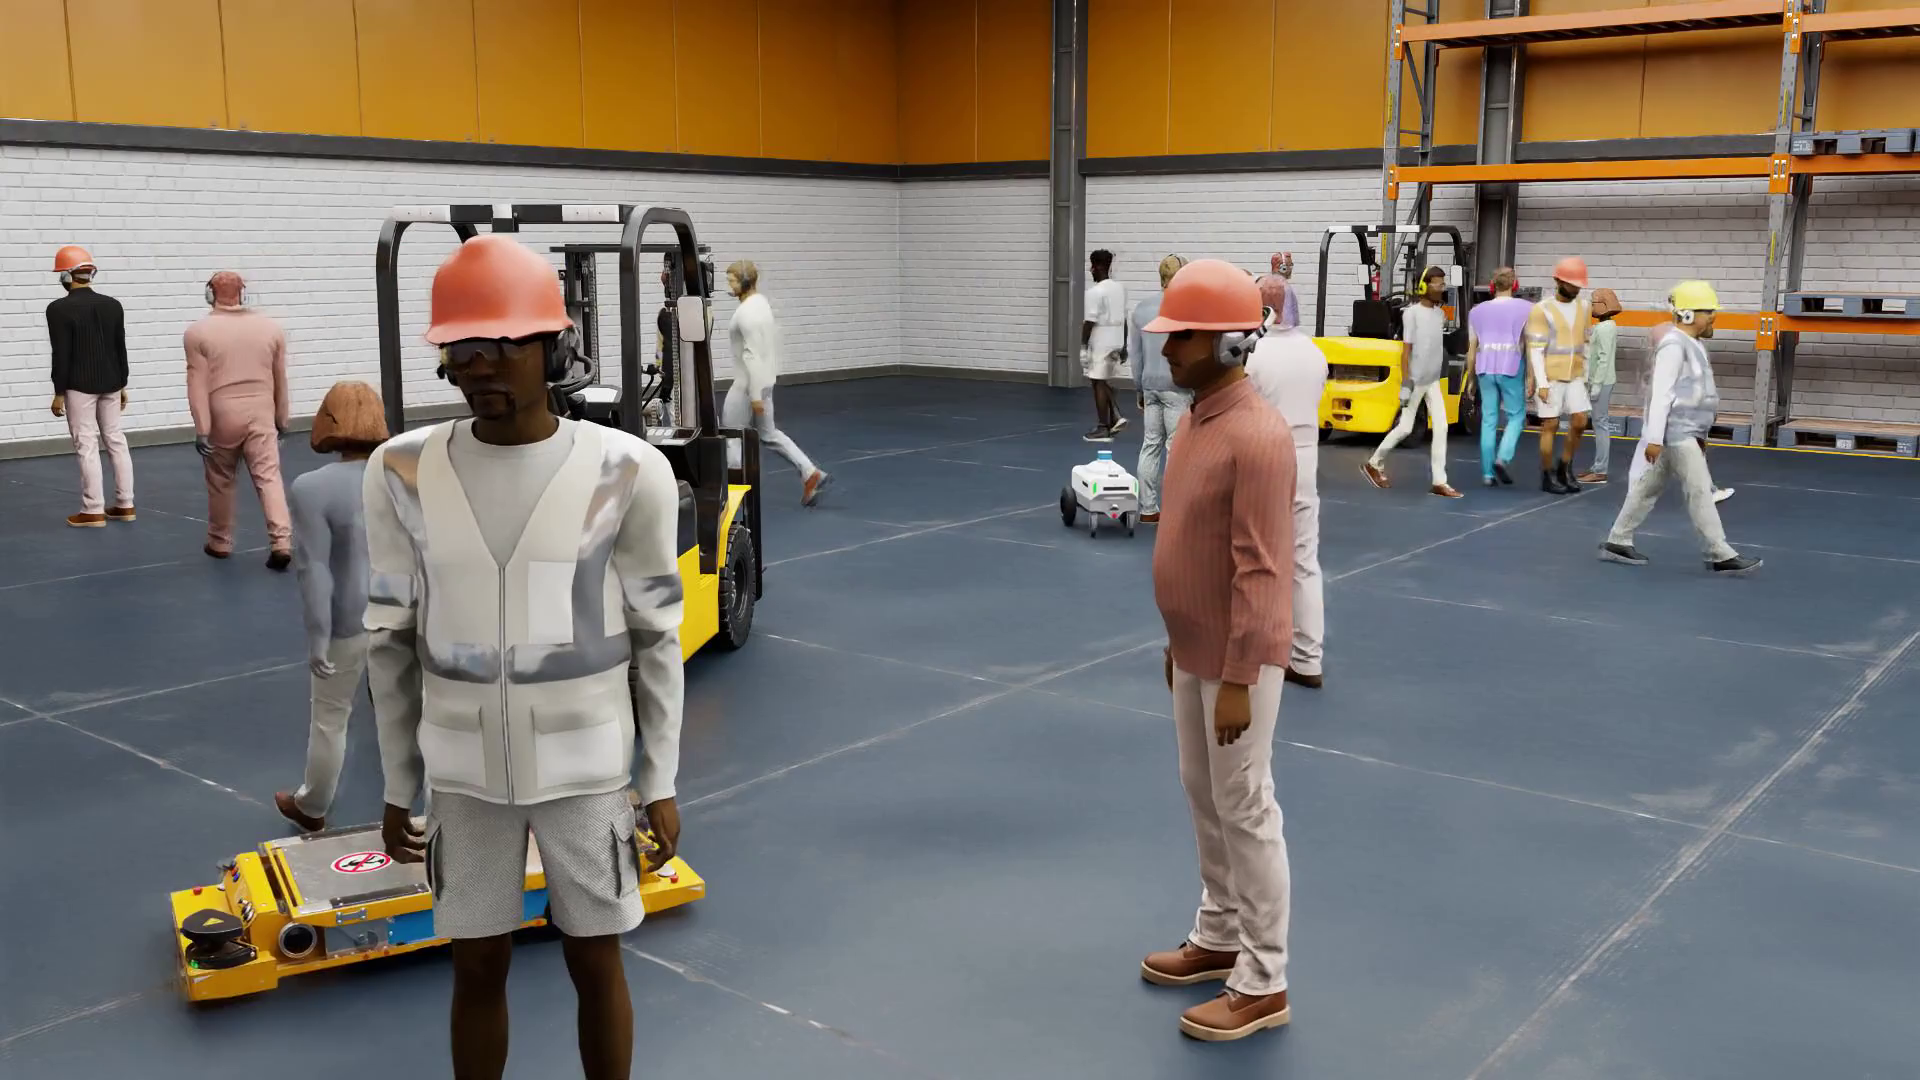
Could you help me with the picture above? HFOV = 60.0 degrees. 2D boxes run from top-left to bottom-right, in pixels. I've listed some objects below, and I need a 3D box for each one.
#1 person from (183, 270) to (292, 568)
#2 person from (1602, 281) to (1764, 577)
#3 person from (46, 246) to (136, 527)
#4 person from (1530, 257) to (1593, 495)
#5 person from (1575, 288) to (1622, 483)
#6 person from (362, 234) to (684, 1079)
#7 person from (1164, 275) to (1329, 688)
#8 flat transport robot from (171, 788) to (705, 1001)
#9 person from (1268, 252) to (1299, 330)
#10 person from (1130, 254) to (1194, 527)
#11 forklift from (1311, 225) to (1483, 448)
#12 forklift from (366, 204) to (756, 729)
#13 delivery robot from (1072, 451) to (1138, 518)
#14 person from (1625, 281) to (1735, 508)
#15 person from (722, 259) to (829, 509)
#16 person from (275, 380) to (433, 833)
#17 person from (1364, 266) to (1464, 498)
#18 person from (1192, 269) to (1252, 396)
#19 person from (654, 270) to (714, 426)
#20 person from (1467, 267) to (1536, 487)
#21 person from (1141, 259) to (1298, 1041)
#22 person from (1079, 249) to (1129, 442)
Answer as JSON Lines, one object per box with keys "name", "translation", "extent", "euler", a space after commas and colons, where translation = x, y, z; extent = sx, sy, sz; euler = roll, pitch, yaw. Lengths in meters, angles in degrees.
{"name": "person", "translation": [-4.495, -0.751, 10.412], "extent": [0.652, 1.860, 1.044], "euler": [-10, 14, -43]}
{"name": "person", "translation": [4.447, -0.684, 10.197], "extent": [0.956, 1.783, 0.612], "euler": [7, 12, 33]}
{"name": "person", "translation": [-6.225, -1.091, 11.879], "extent": [0.402, 1.989, 0.622], "euler": [4, 11, 22]}
{"name": "person", "translation": [4.793, -1.289, 13.241], "extent": [0.581, 1.895, 0.506], "euler": [-2, 11, -13]}
{"name": "person", "translation": [5.378, -1.295, 14.006], "extent": [0.279, 1.633, 0.505], "euler": [4, 11, 22]}
{"name": "person", "translation": [-0.840, 0.445, 3.229], "extent": [0.610, 2.043, 0.397], "euler": [0, 10, 0]}
{"name": "person", "translation": [1.367, -0.278, 7.718], "extent": [0.664, 1.870, 0.882], "euler": [-7, 12, -33]}
{"name": "flat transport robot", "translation": [-1.554, 1.016, 4.976], "extent": [1.431, 0.197, 0.652], "euler": [-6, 12, -28]}
{"name": "person", "translation": [3.401, -2.100, 17.702], "extent": [0.407, 1.910, 0.640], "euler": [-3, 11, -15]}
{"name": "person", "translation": [1.474, -1.031, 11.694], "extent": [0.357, 1.938, 0.637], "euler": [-9, 13, -39]}
{"name": "forklift", "translation": [4.449, -2.115, 16.993], "extent": [1.214, 2.155, 2.313], "euler": [8, 13, 38]}
{"name": "forklift", "translation": [-1.766, -0.406, 7.525], "extent": [1.214, 2.155, 2.313], "euler": [1, 10, 7]}
{"name": "delivery robot", "translation": [1.014, -0.383, 11.679], "extent": [0.477, 0.478, 0.707], "euler": [-1, 10, -8]}
{"name": "person", "translation": [5.446, -1.079, 12.569], "extent": [0.903, 1.723, 0.531], "euler": [-4, 11, -21]}
{"name": "person", "translation": [-1.488, -1.153, 12.482], "extent": [0.904, 1.907, 0.635], "euler": [1, 10, 6]}
{"name": "person", "translation": [-1.967, 0.268, 5.486], "extent": [0.886, 1.575, 0.504], "euler": [9, 13, 40]}
{"name": "person", "translation": [3.672, -1.284, 13.393], "extent": [0.531, 1.841, 0.895], "euler": [-7, 13, -35]}
{"name": "person", "translation": [1.846, -0.884, 11.146], "extent": [0.621, 1.845, 0.429], "euler": [9, 13, 40]}
{"name": "person", "translation": [-2.217, -1.268, 13.295], "extent": [0.430, 1.838, 0.619], "euler": [4, 11, 22]}
{"name": "person", "translation": [4.464, -1.340, 13.735], "extent": [0.585, 1.818, 0.445], "euler": [7, 12, 33]}
{"name": "person", "translation": [0.651, 0.278, 4.305], "extent": [0.403, 1.987, 0.617], "euler": [-2, 10, -11]}
{"name": "person", "translation": [1.436, -1.965, 16.850], "extent": [0.422, 1.940, 0.719], "euler": [9, 14, 41]}
